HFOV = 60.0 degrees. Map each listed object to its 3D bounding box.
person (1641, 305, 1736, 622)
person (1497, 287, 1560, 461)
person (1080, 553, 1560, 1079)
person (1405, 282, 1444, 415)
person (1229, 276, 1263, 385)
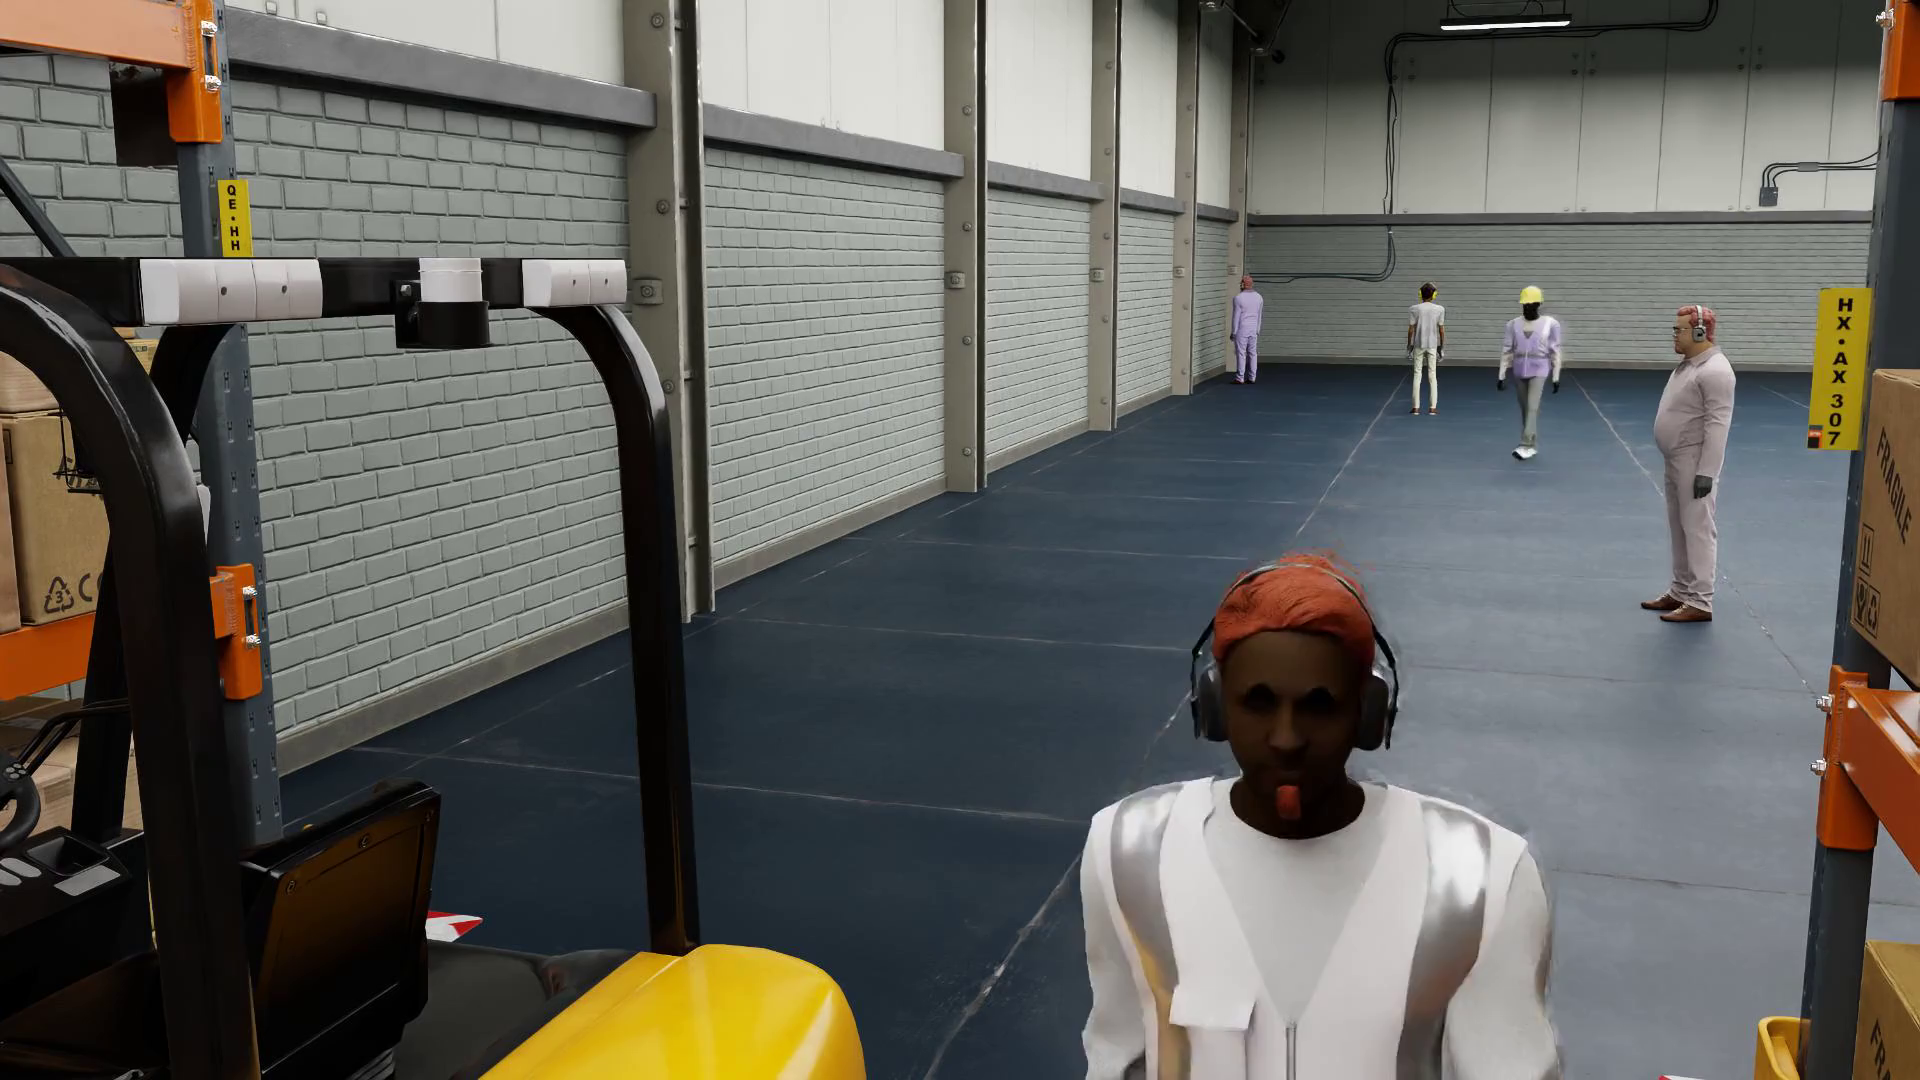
[{"bbox_3d":[4.400,-0.458,10.069,0.402,1.906,0.652,1,10,6],"label":"person"},{"bbox_3d":[6.183,-1.810,18.182,0.611,1.881,0.941,9,13,42],"label":"person"},{"bbox_3d":[0.431,0.922,2.104,0.591,1.837,1.010,3,10,15],"label":"person"},{"bbox_3d":[6.591,-2.707,23.575,0.533,1.868,0.310,2,10,11],"label":"person"},{"bbox_3d":[5.015,-3.688,29.302,0.643,1.909,0.409,-6,11,-32],"label":"person"}]
